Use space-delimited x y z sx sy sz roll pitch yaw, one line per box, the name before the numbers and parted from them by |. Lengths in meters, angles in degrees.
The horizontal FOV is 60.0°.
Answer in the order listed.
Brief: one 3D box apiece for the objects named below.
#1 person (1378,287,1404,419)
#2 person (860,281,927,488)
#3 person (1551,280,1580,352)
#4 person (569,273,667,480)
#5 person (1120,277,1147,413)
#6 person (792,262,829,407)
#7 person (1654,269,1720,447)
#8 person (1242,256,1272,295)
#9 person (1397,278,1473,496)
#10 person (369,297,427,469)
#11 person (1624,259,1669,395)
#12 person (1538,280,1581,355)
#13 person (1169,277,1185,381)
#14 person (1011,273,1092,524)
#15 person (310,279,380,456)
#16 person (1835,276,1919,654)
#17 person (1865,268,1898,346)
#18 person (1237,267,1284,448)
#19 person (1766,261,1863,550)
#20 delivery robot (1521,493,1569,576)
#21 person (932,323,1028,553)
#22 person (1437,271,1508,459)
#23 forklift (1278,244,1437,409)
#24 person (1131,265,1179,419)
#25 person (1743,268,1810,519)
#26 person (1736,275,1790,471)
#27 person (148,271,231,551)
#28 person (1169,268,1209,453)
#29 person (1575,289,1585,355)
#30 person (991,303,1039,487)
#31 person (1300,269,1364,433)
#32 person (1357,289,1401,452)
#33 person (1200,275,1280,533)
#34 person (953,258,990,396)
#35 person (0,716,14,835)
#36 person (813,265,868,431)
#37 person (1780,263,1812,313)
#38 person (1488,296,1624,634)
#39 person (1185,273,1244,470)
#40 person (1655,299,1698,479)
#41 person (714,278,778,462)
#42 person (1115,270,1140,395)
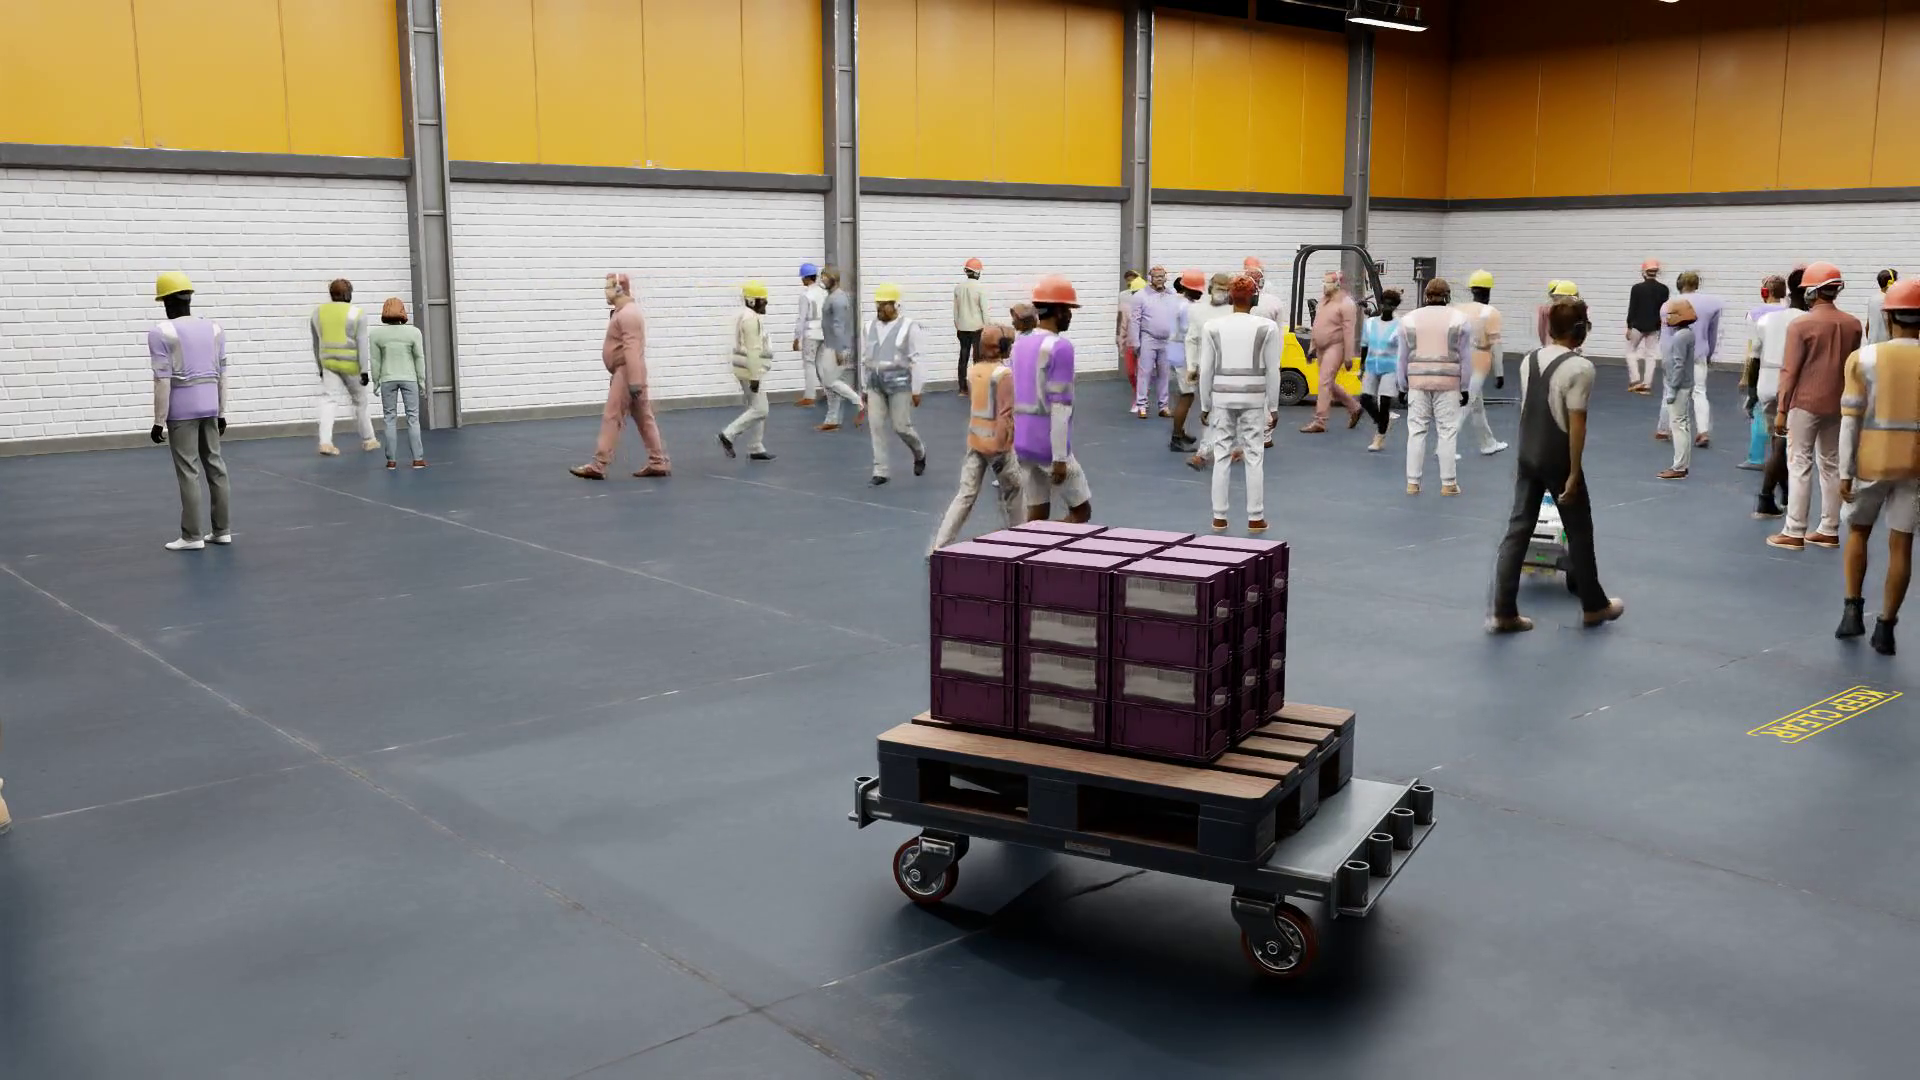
person | 5.377 -2.331 20.754 0.312 1.642 0.512 4 11 23
person | -0.583 -1.377 14.683 0.600 1.810 0.675 5 11 27
person | 6.420 -1.879 17.736 0.305 1.771 0.525 3 10 15
person | -3.122 -1.472 15.070 0.940 1.861 0.678 -1 10 -8
person | 2.347 -2.543 21.685 0.546 1.761 0.582 6 12 33
person | -1.967 -2.741 22.275 0.419 1.940 0.642 6 11 31
person | 7.788 -1.943 17.775 0.643 1.897 1.018 1 10 5
person | 4.579 -3.401 25.891 0.611 2.031 0.615 7 12 37
person | 4.021 -1.293 14.103 0.621 1.840 0.429 5 11 25
person | -5.339 -1.485 15.826 0.497 1.633 0.287 -2 10 -13
person | 10.041 -3.119 24.374 0.664 1.977 0.495 -1 10 -8
person | 7.922 -2.576 22.015 0.552 1.698 0.865 2 10 12
person | 3.517 -3.386 26.796 0.530 1.689 0.322 5 11 29
person | 0.504 -0.513 9.288 0.447 1.919 0.560 -5 11 -29
person | -6.327 -1.770 17.034 0.641 1.798 0.950 1 10 8
person | 4.811 -0.382 8.554 0.555 1.917 0.563 5 11 26
person | 11.072 -2.311 19.959 0.328 1.876 0.513 -1 10 -6
person | 3.085 -1.917 17.570 0.643 1.903 0.399 2 10 10
person | 5.906 -0.922 11.504 0.619 1.985 0.407 -3 10 -17
delivery robot | 3.638 -0.045 10.275 0.477 0.478 0.707 5 11 29
person | 0.180 -0.606 10.790 0.877 1.595 0.519 -6 11 -32
person | 5.162 -1.744 16.629 1.017 1.871 0.607 -5 11 -28
forklift | 5.256 -2.933 22.661 2.313 2.155 1.214 3 10 16
person | 2.457 -2.468 20.779 0.651 1.906 0.409 -3 10 -17
person | 6.515 -1.140 12.948 0.939 1.919 0.631 -5 11 -29
person | 7.637 -1.565 15.672 0.570 1.843 0.372 -2 10 -13
person | -5.315 -0.883 11.460 0.378 1.922 0.585 5 11 26
person | 2.354 -1.860 17.257 0.378 1.897 0.749 0 10 2
person | 8.605 -2.785 23.562 0.495 1.592 0.839 2 10 12
person | 0.519 -1.228 14.337 0.622 1.611 0.532 -3 10 -17
person | 4.328 -2.171 19.138 0.836 1.881 0.653 -3 10 -17
person | 4.408 -1.760 17.262 0.557 1.682 0.425 8 13 40
person | 2.046 -0.987 12.181 0.579 1.881 0.342 3 10 18
person | 0.184 -3.045 23.902 0.613 1.994 0.381 7 12 36
person | -3.546 0.055 5.613 0.615 2.040 0.391 3 10 16
person | -1.377 -2.195 19.165 0.583 1.925 0.633 -1 10 -8
person | 12.366 -3.119 24.564 0.551 1.922 0.593 3 10 17
person | 3.251 -0.397 8.956 0.933 1.804 0.535 -5 11 -29
person | 2.473 -1.617 15.939 0.614 1.872 1.071 8 12 38
person | 6.533 -1.366 15.132 0.272 1.629 0.504 6 12 33
person | -2.071 -1.635 16.182 0.529 1.812 0.601 -2 10 -11
person | 2.528 -2.990 24.068 0.534 1.824 0.763 1 10 9
